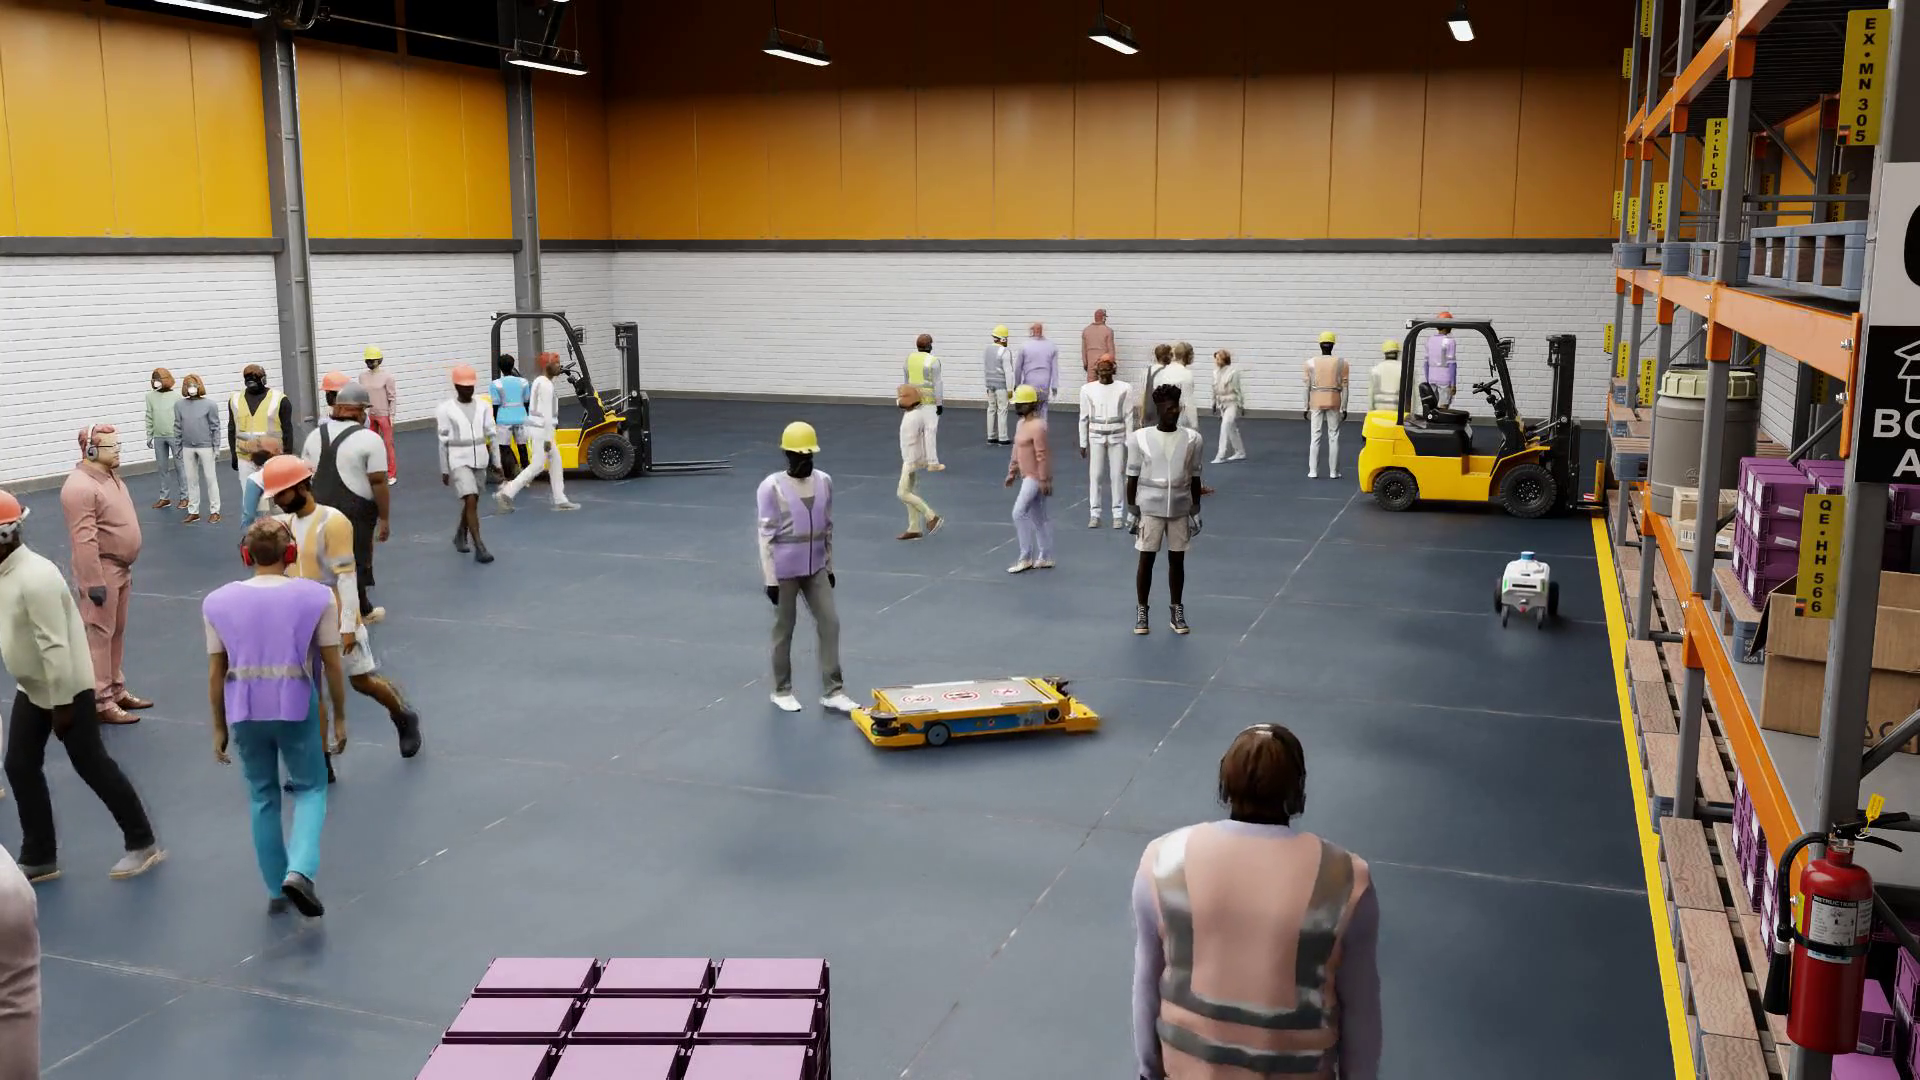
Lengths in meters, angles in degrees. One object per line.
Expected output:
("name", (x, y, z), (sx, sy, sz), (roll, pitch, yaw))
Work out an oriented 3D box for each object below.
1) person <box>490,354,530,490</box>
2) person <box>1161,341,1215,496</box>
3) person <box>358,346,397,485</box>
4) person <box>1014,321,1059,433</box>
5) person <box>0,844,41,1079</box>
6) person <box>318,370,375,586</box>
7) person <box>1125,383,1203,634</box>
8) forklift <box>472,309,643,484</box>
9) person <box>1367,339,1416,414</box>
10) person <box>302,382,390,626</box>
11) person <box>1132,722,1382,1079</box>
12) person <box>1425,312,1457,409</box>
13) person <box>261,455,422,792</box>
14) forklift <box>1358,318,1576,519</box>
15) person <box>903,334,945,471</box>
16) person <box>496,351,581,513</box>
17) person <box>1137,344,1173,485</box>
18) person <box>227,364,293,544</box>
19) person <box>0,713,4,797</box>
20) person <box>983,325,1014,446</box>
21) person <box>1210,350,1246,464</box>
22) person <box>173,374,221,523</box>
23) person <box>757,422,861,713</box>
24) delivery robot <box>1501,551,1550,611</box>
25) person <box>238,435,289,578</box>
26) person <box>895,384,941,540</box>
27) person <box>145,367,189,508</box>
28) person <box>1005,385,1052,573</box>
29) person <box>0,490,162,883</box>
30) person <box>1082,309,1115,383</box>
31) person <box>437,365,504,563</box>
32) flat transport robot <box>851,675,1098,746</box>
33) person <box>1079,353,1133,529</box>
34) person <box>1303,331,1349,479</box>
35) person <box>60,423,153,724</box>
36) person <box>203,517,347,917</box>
("person", (-5.557, -1.450, 20.563), (0.531, 1.692, 0.320), (-9, 13, -40))
("person", (2.592, -1.428, 19.879), (1.004, 1.899, 0.645), (-3, 10, -15))
("person", (-7.365, -1.563, 21.001), (0.527, 1.767, 0.319), (2, 10, 13))
("person", (1.187, -2.387, 25.330), (0.668, 1.877, 0.686), (-4, 11, -20))
("person", (-2.521, 1.370, 4.098), (0.641, 1.904, 0.401), (7, 12, 34))
("person", (-5.424, -0.519, 14.628), (0.362, 1.939, 0.543), (4, 11, 24))
("person", (1.595, -0.242, 12.988), (0.613, 1.965, 0.361), (-1, 10, -4))
("forklift", (-5.354, -1.902, 21.697), (2.313, 2.155, 1.214), (-2, 10, -13))
("person", (5.648, -1.726, 21.828), (0.615, 1.801, 0.630), (3, 11, 19))
("person", (-4.712, -0.260, 12.886), (0.699, 2.000, 0.870), (4, 11, 22))
("person", (0.732, 1.383, 4.237), (0.640, 1.824, 0.598), (3, 11, 19))
("person", (7.179, -2.369, 24.763), (0.386, 2.043, 0.625), (-5, 11, -27))
("person", (-3.522, 0.425, 9.469), (0.603, 1.884, 0.879), (5, 11, 27))
("forklift", (5.787, -1.437, 19.079), (2.313, 2.155, 1.214), (3, 11, 19))
("person", (-0.464, -1.856, 22.427), (0.625, 1.847, 0.429), (8, 13, 39))
("person", (-4.807, -1.213, 18.830), (0.890, 1.851, 0.593), (-3, 11, -18))
("person", (2.502, -1.586, 21.076), (0.979, 1.796, 0.527), (-5, 11, -28))
("person", (-7.057, -0.853, 16.785), (0.624, 1.845, 0.430), (-1, 10, -4))
("person", (-5.433, 0.459, 8.977), (0.413, 1.986, 0.645), (3, 11, 19))
("person", (0.606, -2.328, 25.124), (0.404, 1.828, 0.603), (-8, 13, -37))
("person", (3.763, -1.866, 23.226), (0.731, 1.586, 0.532), (-6, 11, -29))
("person", (-8.331, -0.996, 18.175), (0.507, 1.632, 0.275), (0, 10, 2))
("person", (-0.954, 0.200, 10.684), (0.627, 1.901, 0.772), (-9, 13, -41))
("delivery robot", (4.579, 0.336, 13.445), (0.477, 0.478, 0.707), (4, 11, 21))
("person", (-5.250, -0.008, 12.749), (0.767, 1.596, 0.525), (3, 11, 17))
("person", (-0.477, -0.788, 17.028), (0.413, 1.618, 0.516), (-1, 10, -7))
("person", (-9.132, -1.173, 19.171), (0.507, 1.631, 0.266), (1, 10, 5))
("person", (0.600, -0.561, 15.434), (0.644, 1.745, 0.526), (-2, 10, -13))
("person", (-4.265, 0.689, 7.892), (0.622, 1.934, 0.768), (8, 13, 39))
("person", (2.470, -3.124, 29.393), (0.645, 1.907, 0.400), (7, 12, 36))
("person", (-4.774, -0.764, 16.148), (0.562, 1.894, 0.982), (-8, 13, -39))
("flat transport robot", (0.082, 1.060, 10.431), (1.431, 0.197, 0.652), (-3, 10, -16))
("person", (1.566, -1.055, 17.831), (0.578, 1.880, 0.365), (1, 10, 6))
("person", (4.744, -1.747, 21.589), (0.586, 1.924, 0.370), (2, 10, 13))
("person", (-5.434, 0.207, 10.628), (0.401, 1.910, 0.640), (-2, 10, -10))
("person", (-3.063, 0.821, 7.449), (0.576, 1.817, 0.626), (-2, 10, -13))
